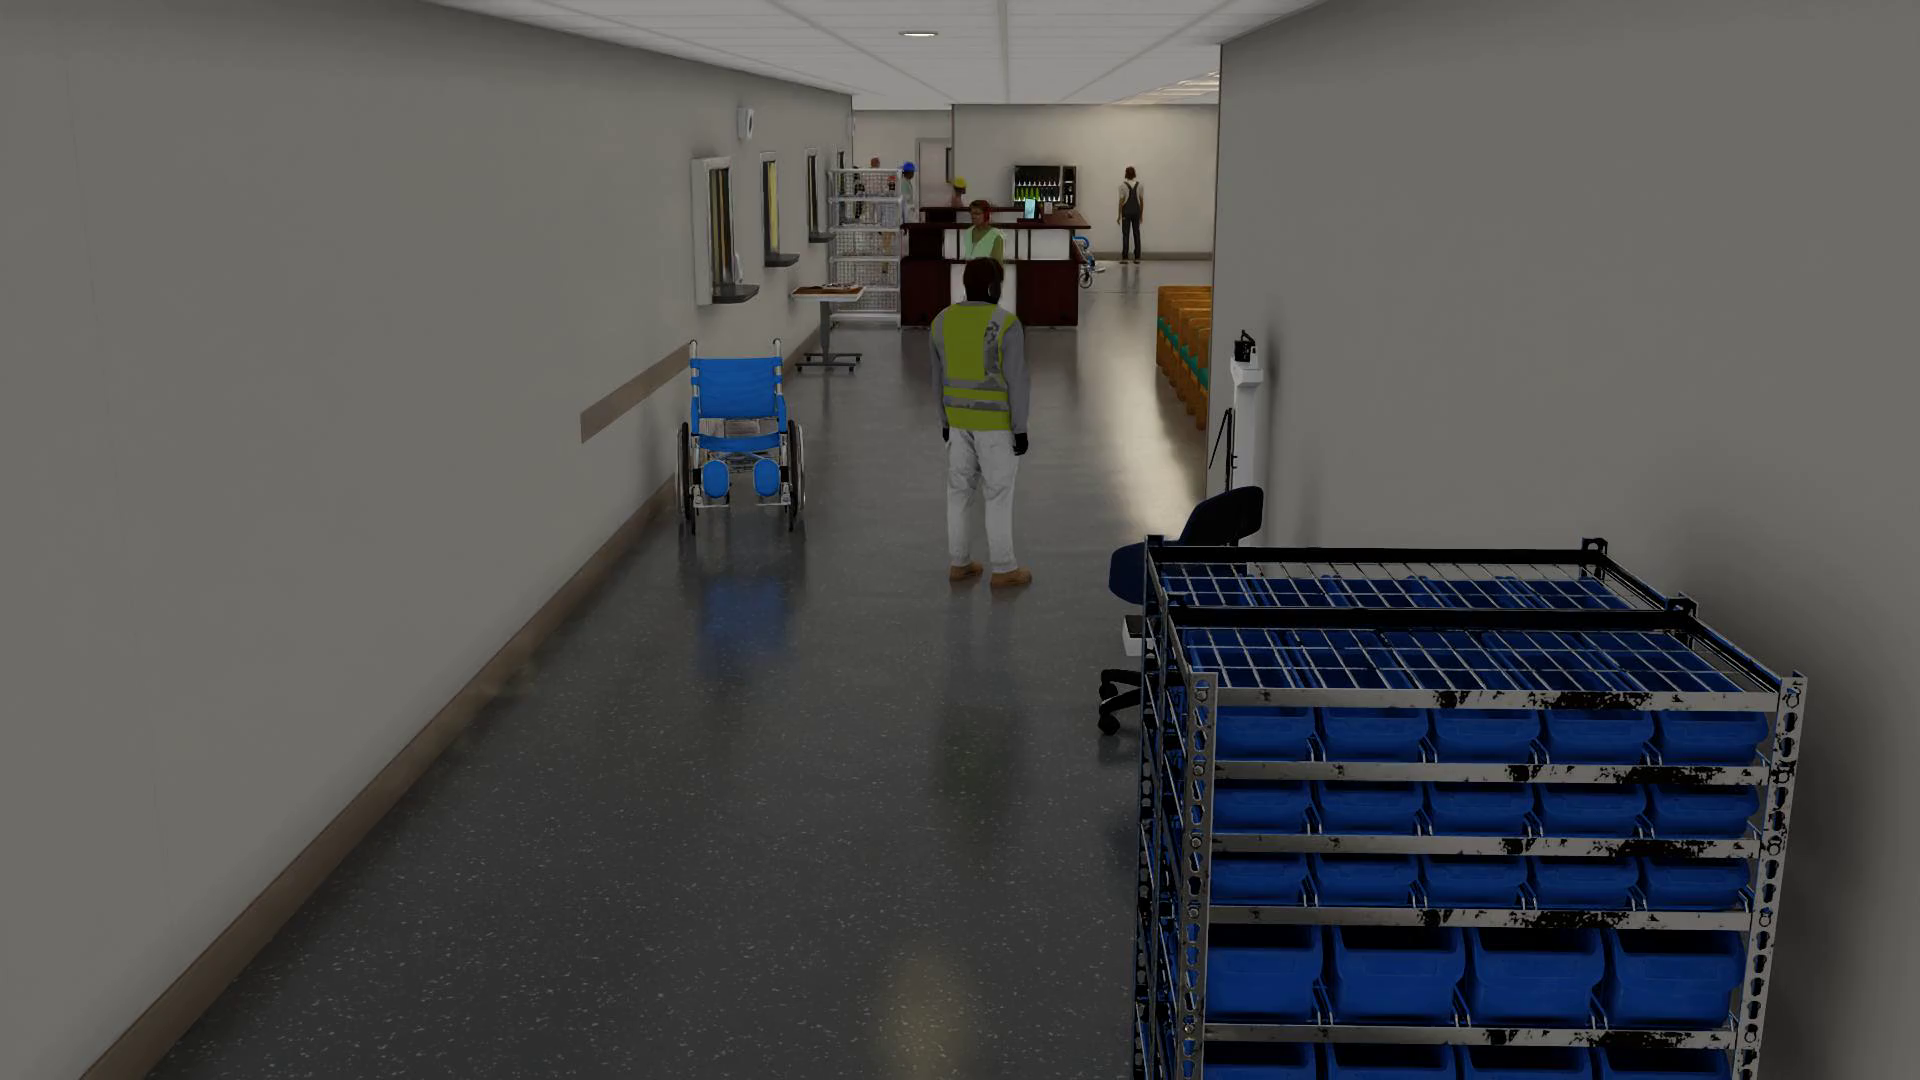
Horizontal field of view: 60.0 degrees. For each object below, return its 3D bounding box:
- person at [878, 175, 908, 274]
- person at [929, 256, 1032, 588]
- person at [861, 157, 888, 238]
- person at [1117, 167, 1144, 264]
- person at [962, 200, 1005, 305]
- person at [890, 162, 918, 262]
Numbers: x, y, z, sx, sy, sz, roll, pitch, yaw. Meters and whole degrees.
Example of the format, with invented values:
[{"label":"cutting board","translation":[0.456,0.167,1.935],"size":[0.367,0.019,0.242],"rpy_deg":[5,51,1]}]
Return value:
[{"label":"person","translation":[-1.200,-5.622,29.662],"size":[0.563,1.742,0.361],"rpy_deg":[0,14,2]},{"label":"person","translation":[0.137,-0.651,9.284],"size":[0.623,1.844,0.429],"rpy_deg":[10,17,35]},{"label":"person","translation":[-1.987,-8.051,39.186],"size":[0.653,1.904,0.403],"rpy_deg":[5,15,20]},{"label":"person","translation":[3.260,-6.202,31.813],"size":[0.506,1.839,0.345],"rpy_deg":[-2,14,-10]},{"label":"person","translation":[0.155,-2.585,17.171],"size":[0.719,1.815,0.603],"rpy_deg":[-11,18,-38]},{"label":"person","translation":[-1.046,-6.199,31.598],"size":[0.496,1.933,0.625],"rpy_deg":[2,14,8]}]
